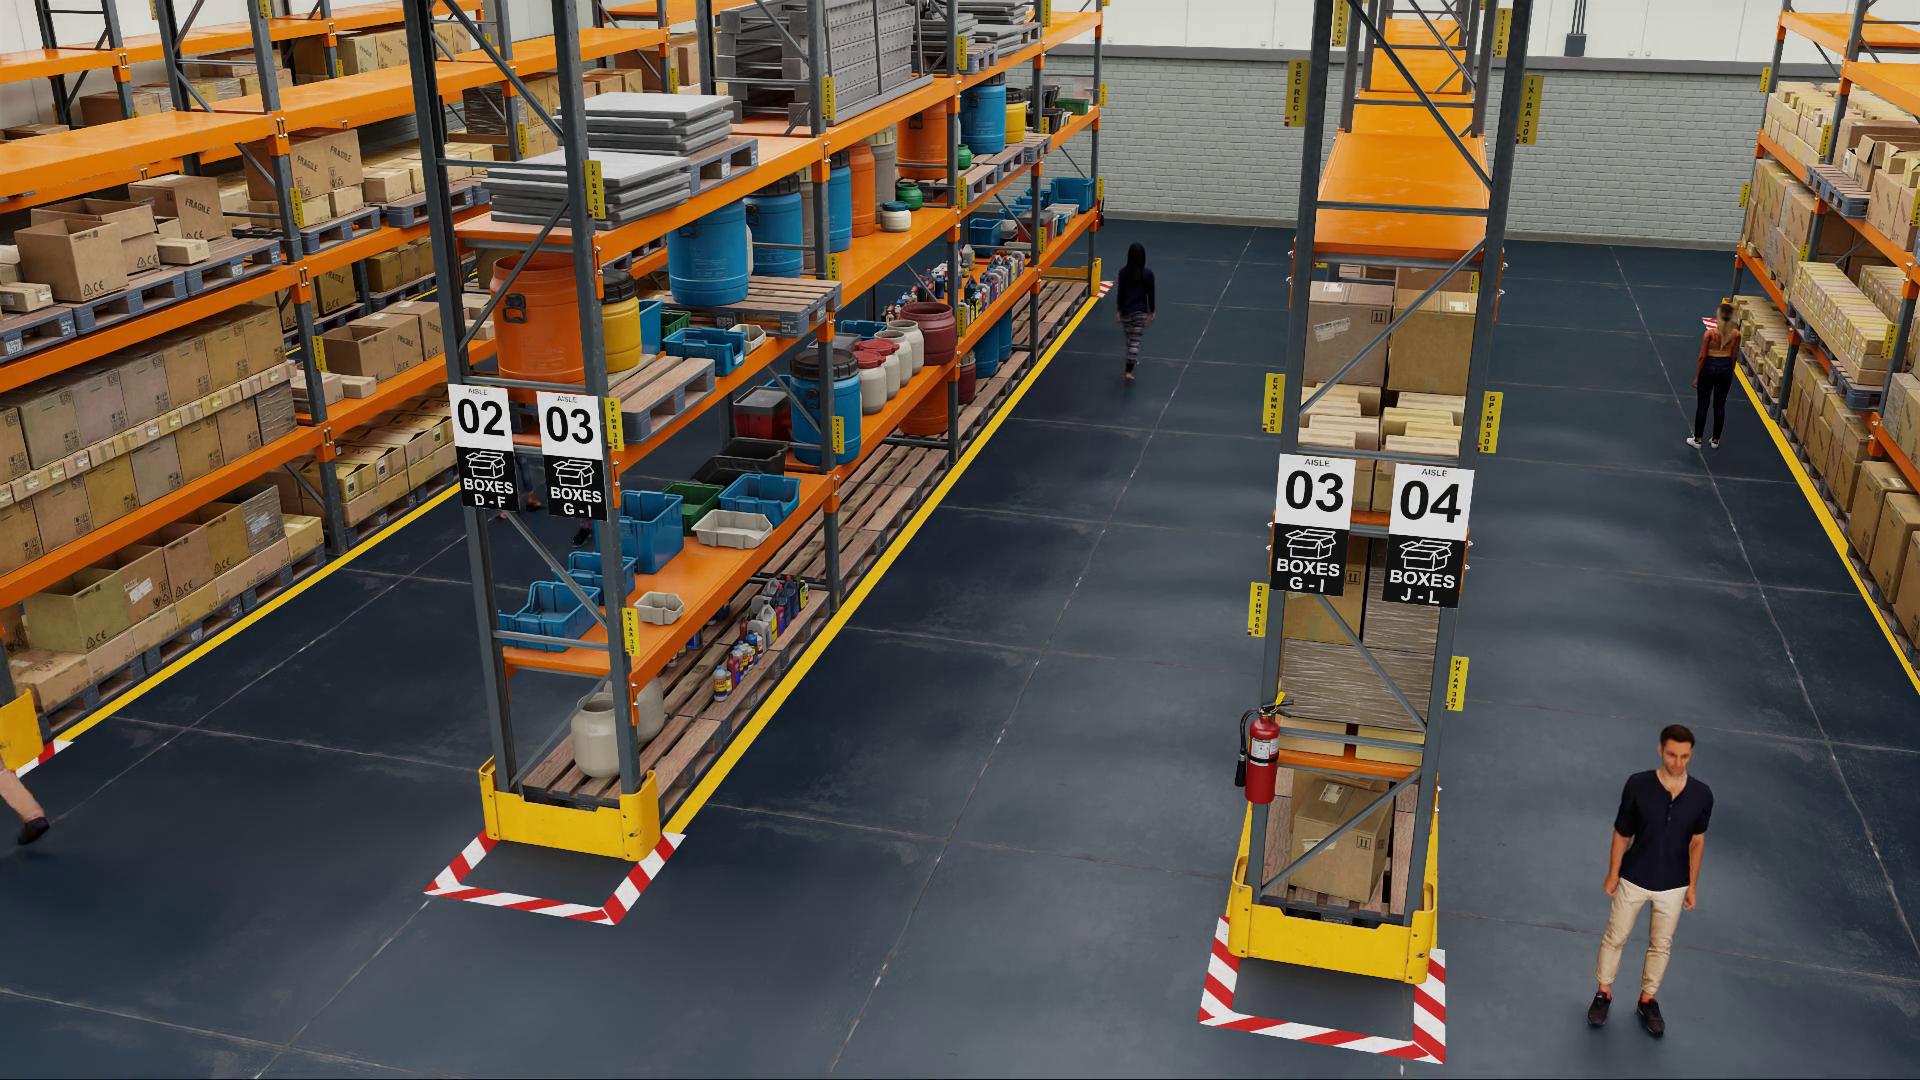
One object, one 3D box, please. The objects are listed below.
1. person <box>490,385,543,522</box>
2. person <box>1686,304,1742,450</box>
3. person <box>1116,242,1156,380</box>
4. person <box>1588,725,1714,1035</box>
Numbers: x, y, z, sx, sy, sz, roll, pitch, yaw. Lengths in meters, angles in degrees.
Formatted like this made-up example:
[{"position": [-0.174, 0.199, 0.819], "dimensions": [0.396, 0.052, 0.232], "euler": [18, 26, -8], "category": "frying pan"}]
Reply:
[{"position": [-4.418, -0.933, 16.505], "dimensions": [0.827, 1.446, 0.532], "euler": [18, 28, 37], "category": "person"}, {"position": [8.366, -1.815, 18.421], "dimensions": [0.614, 1.628, 0.564], "euler": [1, 22, 3], "category": "person"}, {"position": [2.170, -2.821, 20.796], "dimensions": [0.641, 1.691, 1.086], "euler": [7, 23, 16], "category": "person"}, {"position": [3.807, 1.850, 9.153], "dimensions": [0.630, 1.860, 0.513], "euler": [5, 23, 12], "category": "person"}]
